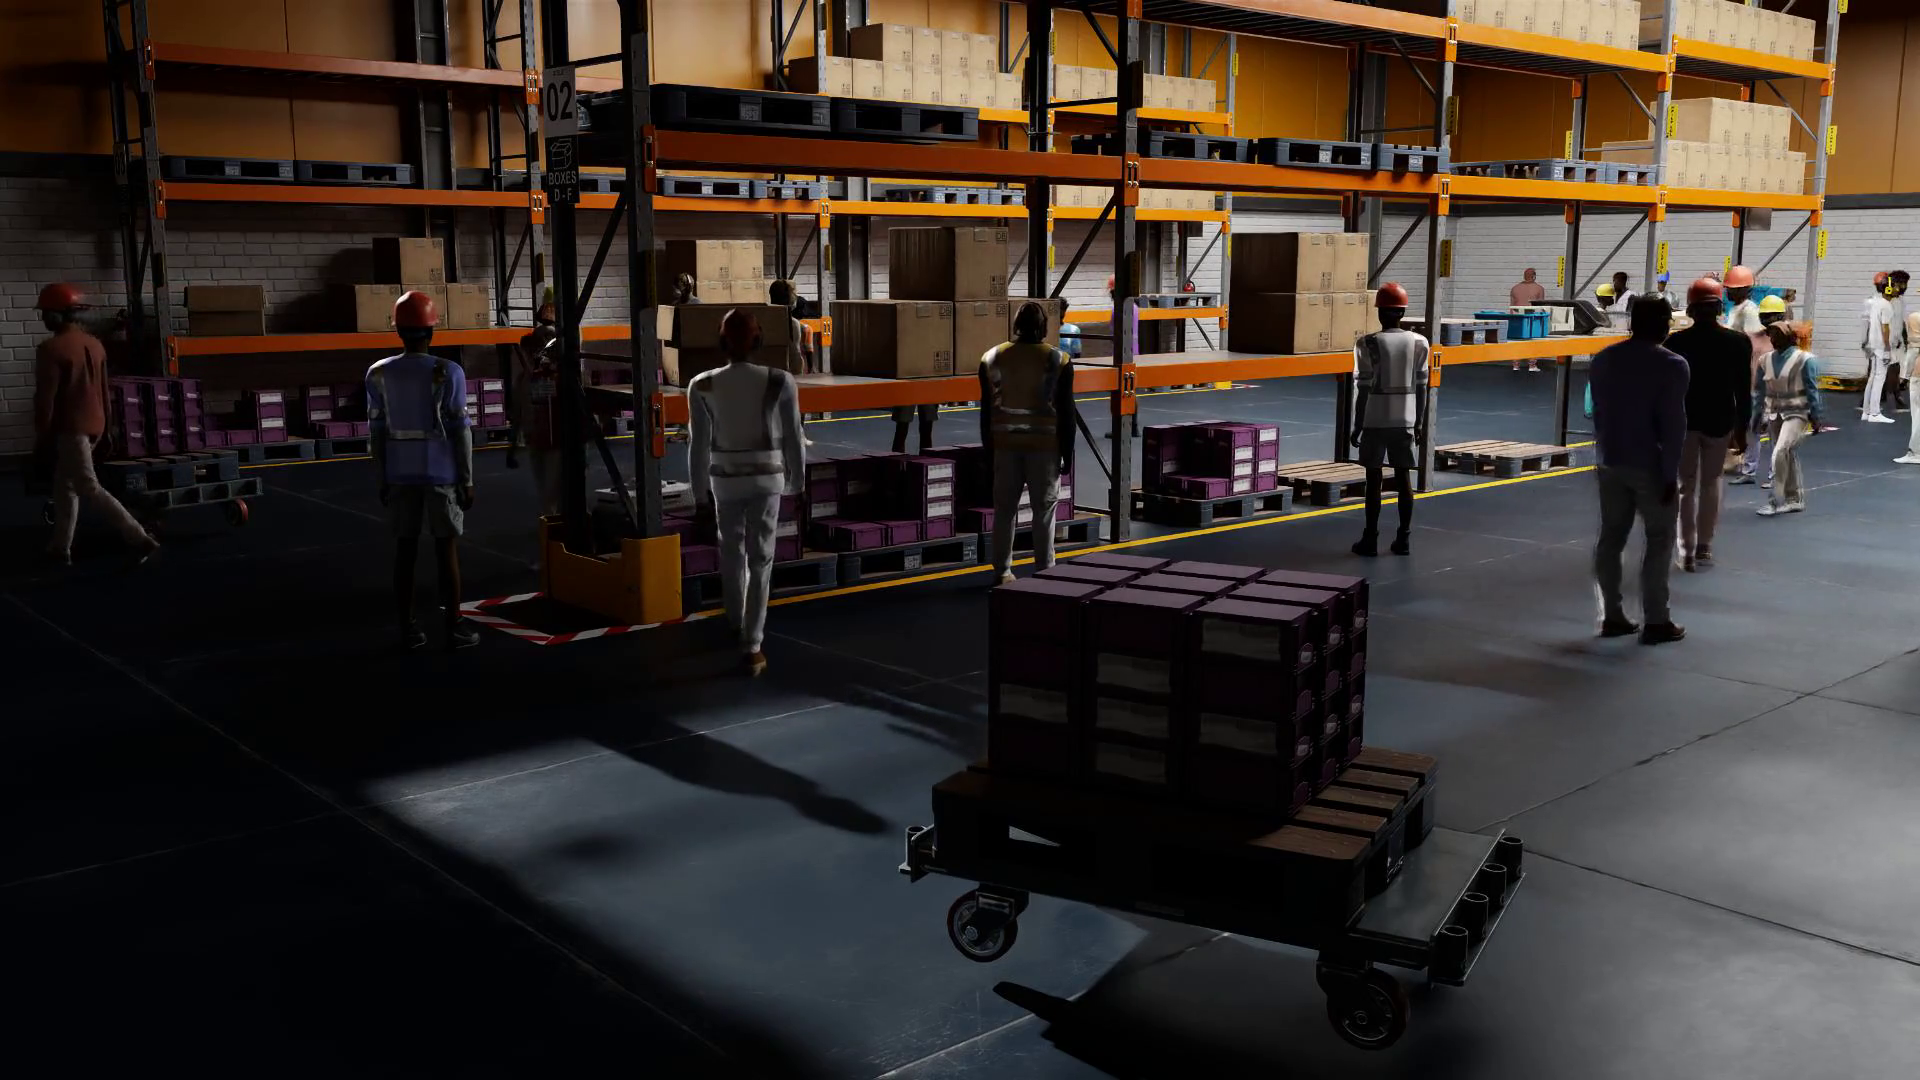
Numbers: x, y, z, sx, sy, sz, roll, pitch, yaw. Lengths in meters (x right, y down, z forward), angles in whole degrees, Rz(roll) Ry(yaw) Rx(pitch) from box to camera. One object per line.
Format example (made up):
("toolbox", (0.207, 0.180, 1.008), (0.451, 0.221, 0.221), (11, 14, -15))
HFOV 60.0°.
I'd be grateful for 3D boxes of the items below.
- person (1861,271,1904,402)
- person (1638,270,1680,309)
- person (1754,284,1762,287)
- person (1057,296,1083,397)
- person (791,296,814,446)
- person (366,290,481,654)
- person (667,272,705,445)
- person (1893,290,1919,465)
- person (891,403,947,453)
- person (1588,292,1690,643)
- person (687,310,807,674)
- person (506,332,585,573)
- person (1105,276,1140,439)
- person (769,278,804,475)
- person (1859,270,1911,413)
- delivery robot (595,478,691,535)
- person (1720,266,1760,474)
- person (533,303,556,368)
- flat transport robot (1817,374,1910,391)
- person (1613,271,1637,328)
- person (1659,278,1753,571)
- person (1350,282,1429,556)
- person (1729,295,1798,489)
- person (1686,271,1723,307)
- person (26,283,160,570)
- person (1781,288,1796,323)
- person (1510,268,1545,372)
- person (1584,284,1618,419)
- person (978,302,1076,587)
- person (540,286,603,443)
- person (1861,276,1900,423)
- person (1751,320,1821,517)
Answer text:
("person", (13.507, -2.980, 24.389), (0.550, 1.912, 0.890), (5, 11, 27))
("person", (10.137, -2.975, 24.226), (0.601, 1.949, 0.384), (1, 10, 8))
("person", (10.316, -2.442, 21.641), (0.533, 1.767, 0.327), (4, 11, 23))
("person", (1.069, -1.821, 18.192), (0.555, 1.686, 0.390), (-1, 10, -3))
("person", (-1.841, -1.883, 18.611), (0.533, 1.687, 0.320), (7, 12, 34))
("person", (-2.859, -0.351, 8.881), (0.545, 1.942, 0.351), (0, 10, 2))
("person", (-3.082, -2.045, 18.808), (0.635, 1.938, 0.359), (9, 13, 42))
("person", (9.859, -1.724, 16.961), (0.585, 1.928, 0.369), (-3, 10, -14))
("person", (-0.381, -1.378, 14.589), (0.607, 2.048, 0.365), (-3, 10, -19))
("person", (3.754, -0.399, 9.196), (0.480, 1.930, 0.648), (-6, 11, -32))
("person", (-1.100, -0.278, 8.738), (0.586, 1.838, 0.934), (1, 10, 4))
("person", (-2.854, -0.582, 11.174), (0.549, 1.607, 0.745), (6, 11, 30))
("person", (1.882, -2.142, 19.387), (0.376, 1.938, 0.545), (6, 11, 31))
("person", (-1.539, -1.261, 14.227), (0.354, 1.936, 0.635), (-8, 12, -39))
("person", (12.749, -2.686, 22.604), (0.936, 1.920, 0.632), (9, 13, 43))
("delivery robot", (-2.341, -0.294, 12.333), (0.477, 0.478, 0.707), (8, 13, 40))
("person", (7.454, -1.626, 16.078), (0.514, 2.025, 0.622), (3, 10, 18))
("person", (-4.490, -1.787, 18.223), (0.498, 1.627, 0.277), (9, 13, 41))
("flat transport robot", (14.291, -2.511, 26.413), (1.431, 0.197, 0.652), (-4, 10, -21))
("person", (10.447, -3.264, 26.095), (0.530, 1.889, 0.630), (0, 10, 2))
("person", (5.050, -0.800, 11.410), (0.642, 1.966, 0.772), (3, 10, 16))
("person", (3.026, -0.845, 11.790), (0.545, 1.939, 0.354), (-1, 10, -8))
("person", (7.407, -1.358, 15.293), (0.309, 1.769, 0.525), (-5, 11, -29))
("person", (10.556, -2.826, 23.478), (0.408, 1.909, 0.642), (-5, 11, -26))
("person", (-5.912, -0.751, 11.222), (0.976, 1.960, 0.616), (1, 10, 5))
("person", (13.361, -3.321, 27.256), (0.725, 1.611, 0.528), (8, 12, 38))
("person", (10.464, -4.050, 30.643), (0.641, 1.908, 0.407), (8, 12, 38))
("person", (8.375, -2.456, 21.725), (0.325, 1.767, 0.533), (3, 10, 17))
("person", (0.433, -0.584, 10.570), (0.628, 1.837, 0.429), (3, 10, 15))
("person", (-4.326, -1.900, 18.357), (0.616, 1.804, 0.624), (-8, 12, -38))
("person", (11.842, -2.440, 21.339), (0.323, 1.866, 0.530), (2, 10, 11))
("person", (6.699, -0.982, 13.575), (0.772, 1.595, 0.523), (-4, 11, -23))
